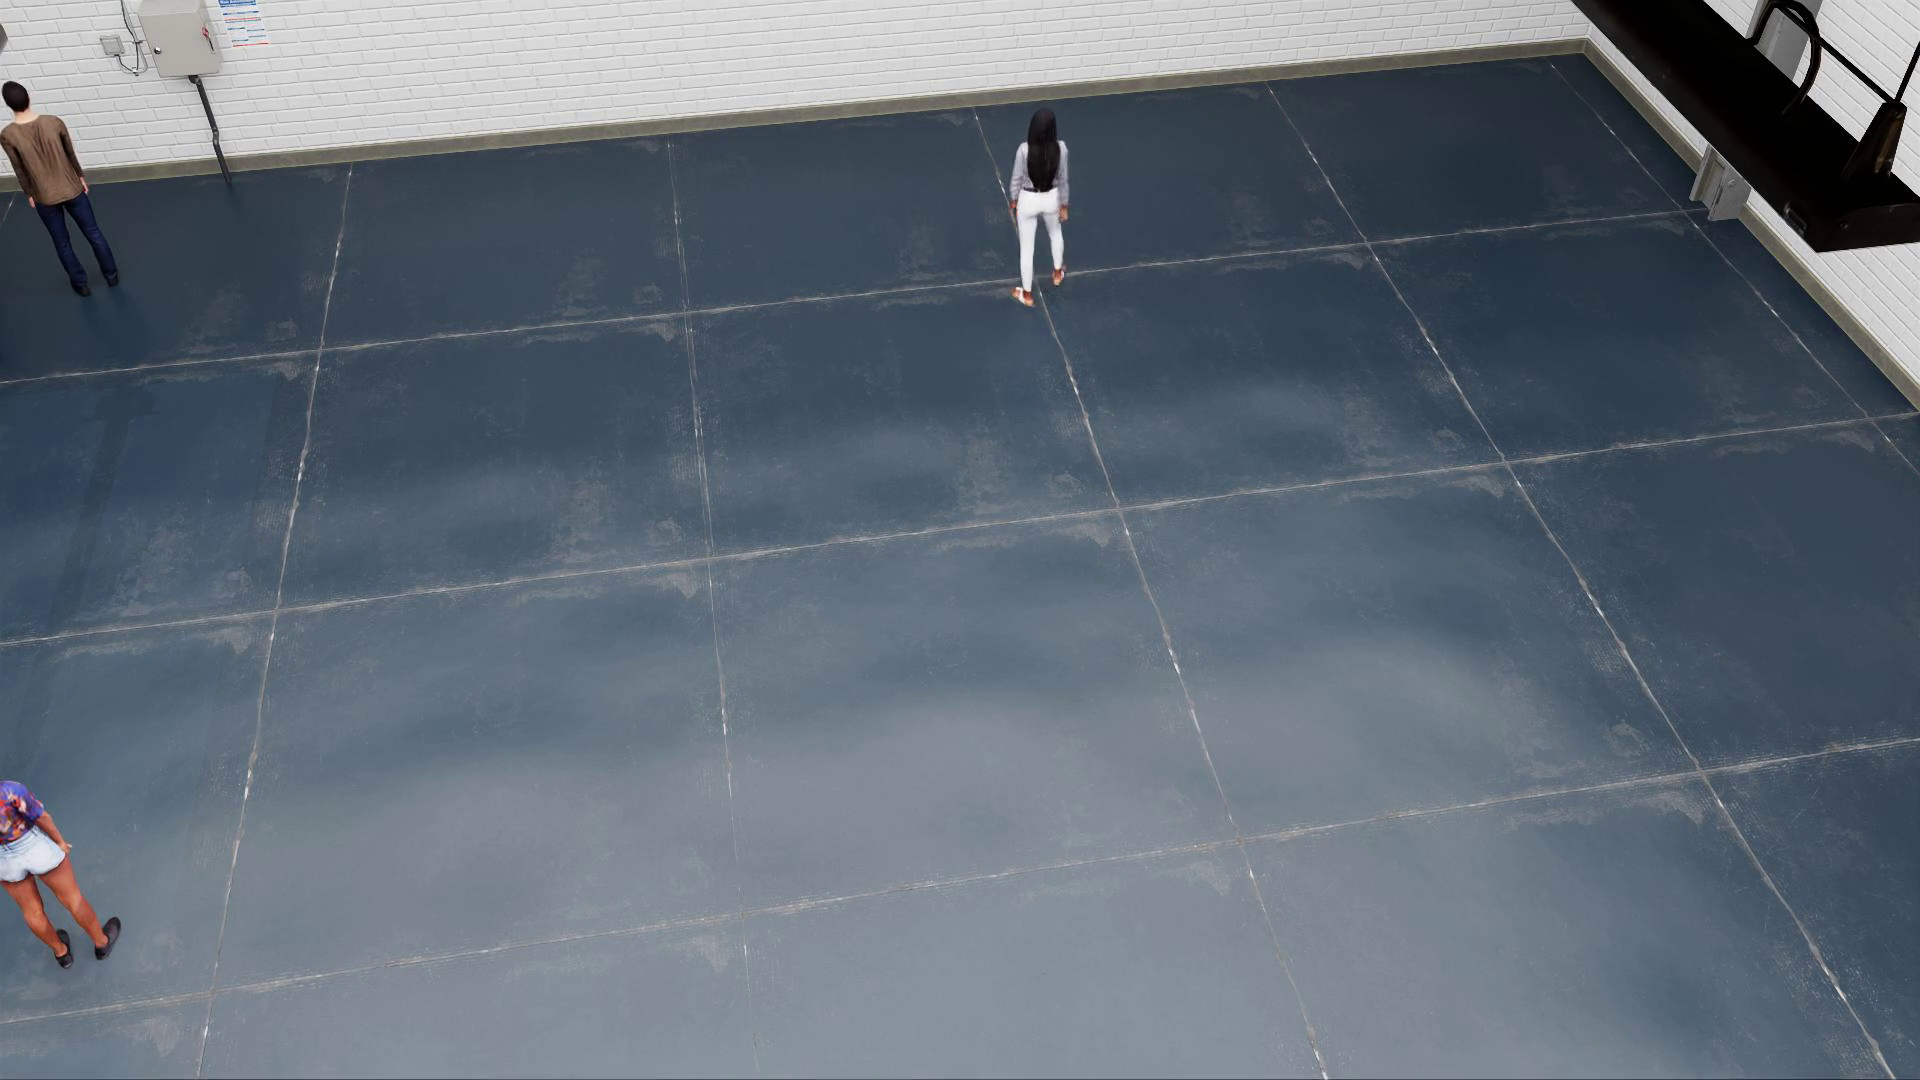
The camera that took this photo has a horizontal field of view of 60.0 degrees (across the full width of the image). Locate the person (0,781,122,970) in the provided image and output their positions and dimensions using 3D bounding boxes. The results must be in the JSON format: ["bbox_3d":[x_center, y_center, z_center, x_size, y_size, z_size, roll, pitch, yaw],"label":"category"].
[{"bbox_3d":[-5.009,1.693,8.894,0.613,1.744,0.546,-12,45,-12],"label":"person"}]

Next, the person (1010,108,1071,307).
[{"bbox_3d":[0.651,-2.686,13.511,0.713,1.716,0.695,-16,46,-16],"label":"person"}]

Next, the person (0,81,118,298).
[{"bbox_3d":[-7.370,-2.856,13.565,0.742,1.889,0.741,-28,50,-26],"label":"person"}]
